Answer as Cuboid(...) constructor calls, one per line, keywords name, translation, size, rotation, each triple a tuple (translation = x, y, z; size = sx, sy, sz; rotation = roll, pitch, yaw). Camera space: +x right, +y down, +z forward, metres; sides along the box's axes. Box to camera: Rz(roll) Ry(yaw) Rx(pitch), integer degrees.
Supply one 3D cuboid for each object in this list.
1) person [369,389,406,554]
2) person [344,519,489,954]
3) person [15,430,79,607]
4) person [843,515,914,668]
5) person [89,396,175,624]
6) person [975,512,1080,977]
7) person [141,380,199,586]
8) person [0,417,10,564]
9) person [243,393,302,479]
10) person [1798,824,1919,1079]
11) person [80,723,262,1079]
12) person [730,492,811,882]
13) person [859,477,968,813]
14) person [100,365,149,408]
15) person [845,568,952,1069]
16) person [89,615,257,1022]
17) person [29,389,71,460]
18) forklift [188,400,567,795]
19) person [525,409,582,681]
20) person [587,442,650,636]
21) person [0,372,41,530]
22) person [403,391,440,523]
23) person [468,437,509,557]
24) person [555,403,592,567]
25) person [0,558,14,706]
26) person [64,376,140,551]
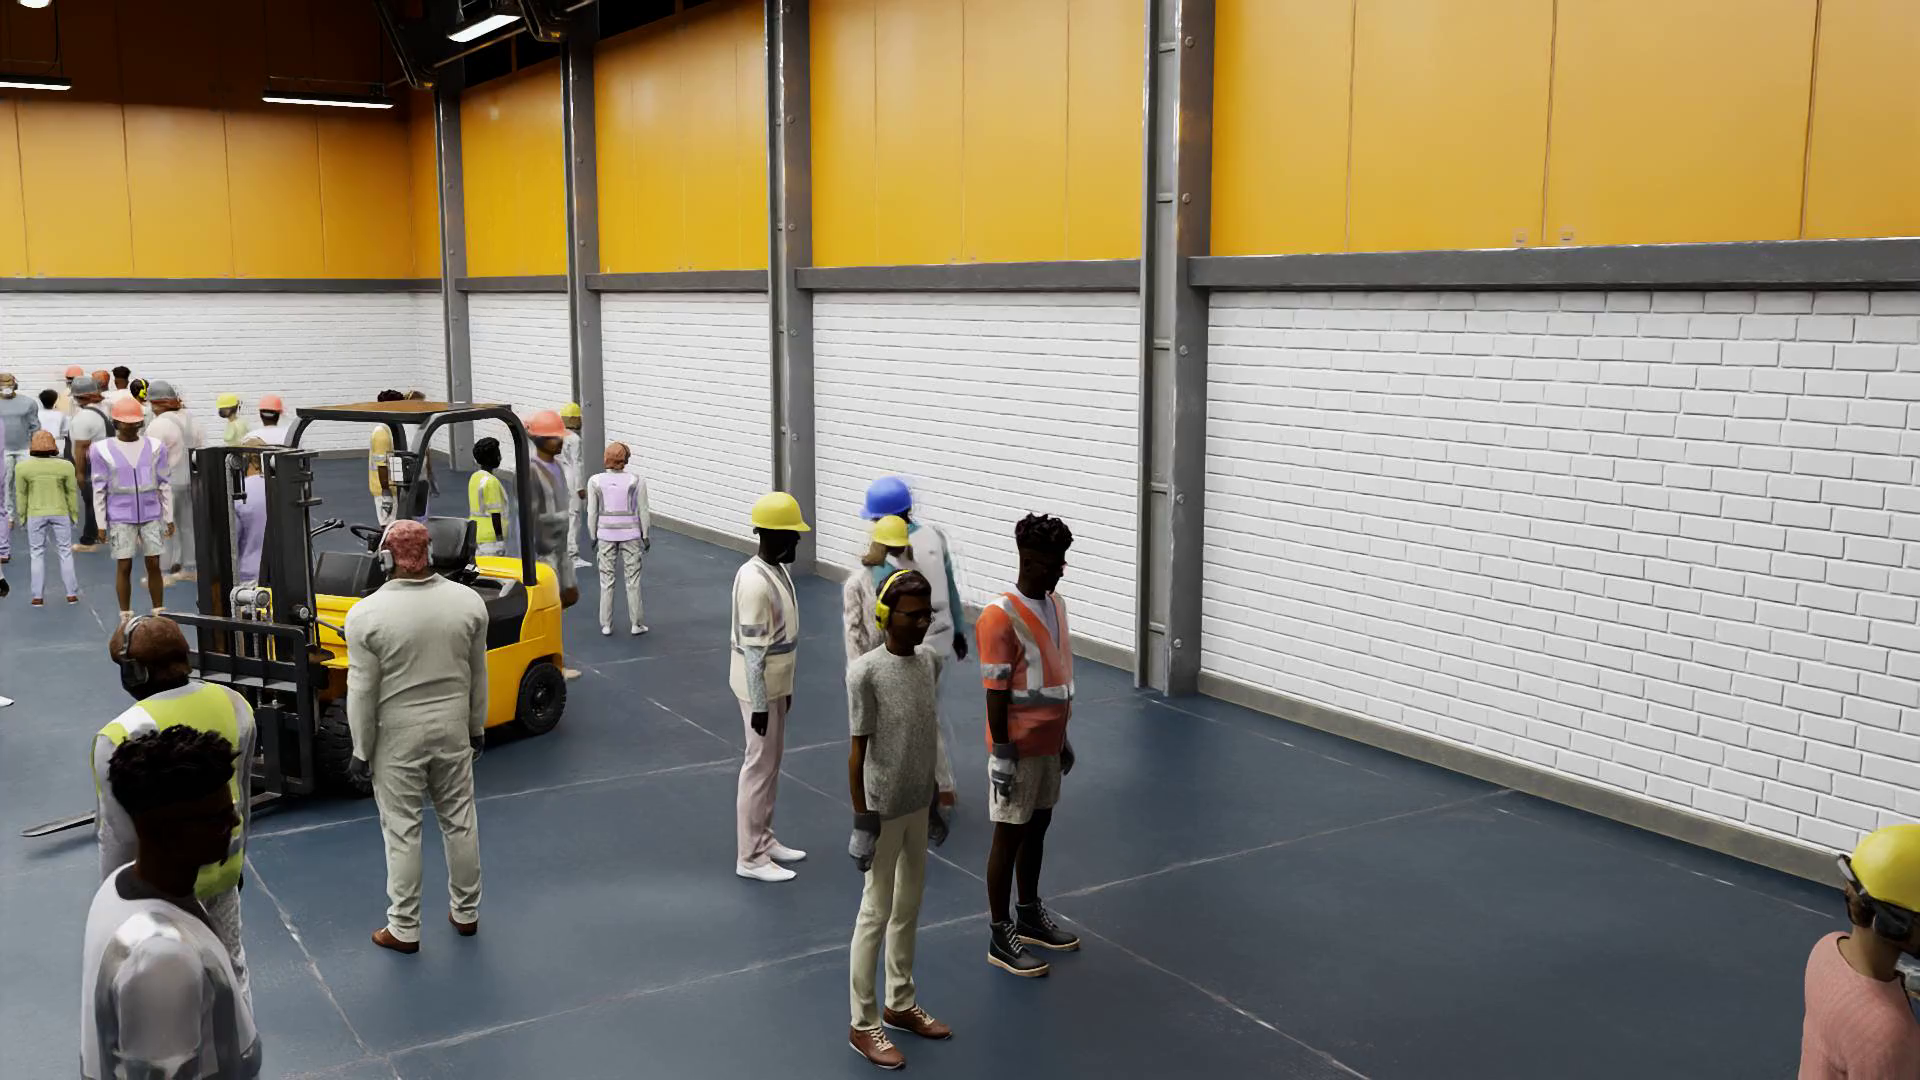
Cuboid(name="person", translation=(-5.548, -0.492, 16.206), size=(0.375, 1.957, 0.606), rotation=(-1, 9, -10))
Cuboid(name="person", translation=(-2.389, 0.853, 7.320), size=(0.641, 1.905, 0.410), rotation=(-8, 11, -42))
Cuboid(name="person", translation=(-8.427, -0.202, 15.377), size=(0.500, 1.623, 0.305), rotation=(-5, 10, -29))
Cuboid(name="person", translation=(-0.385, 0.711, 8.975), size=(0.495, 1.689, 0.941), rotation=(-3, 9, -17))
Cuboid(name="person", translation=(-6.908, -0.190, 13.931), size=(0.611, 2.032, 0.411), rotation=(-7, 11, -38))
Cuboid(name="person", translation=(0.306, 0.853, 7.126), size=(0.371, 1.959, 0.602), rotation=(5, 10, 30))
Cuboid(name="person", translation=(-7.860, -0.571, 16.455), size=(0.602, 2.000, 0.699), rotation=(1, 9, 10))
Cuboid(name="person", translation=(-10.365, -0.688, 17.690), size=(0.399, 1.909, 0.642), rotation=(-3, 9, -21))
Cuboid(name="person", translation=(-6.676, -0.474, 16.228), size=(0.553, 1.915, 0.670), rotation=(-4, 9, -24))
Cuboid(name="person", translation=(1.995, 1.468, 3.676), size=(0.342, 1.756, 0.532), rotation=(2, 9, 14))
Cuboid(name="person", translation=(-1.733, 1.365, 3.695), size=(0.374, 1.960, 0.606), rotation=(-5, 10, -30))
Cuboid(name="person", translation=(-0.926, 0.714, 8.211), size=(0.402, 1.918, 0.589), rotation=(1, 8, 5))
Cuboid(name="person", translation=(-0.269, 0.582, 9.185), size=(0.569, 1.890, 0.673), rotation=(4, 9, 26))
Cuboid(name="person", translation=(-10.879, -1.294, 21.700), size=(0.660, 1.952, 0.402), rotation=(-8, 11, -43))
Cuboid(name="person", translation=(-0.227, 1.026, 6.284), size=(0.311, 1.864, 0.533), rotation=(6, 10, 36))
Cuboid(name="person", translation=(-2.617, 1.153, 5.524), size=(0.429, 1.838, 0.621), rotation=(3, 9, 17))
Cuboid(name="person", translation=(-11.639, -1.106, 21.319), size=(0.534, 1.663, 0.777), rotation=(-8, 12, -44))
Cuboid(name="forklift", translation=(-3.529, 0.258, 10.348), size=(1.214, 2.155, 2.313), rotation=(4, 9, 25))
Cuboid(name="person", translation=(-3.105, 0.043, 12.333), size=(0.553, 2.033, 0.619), rotation=(1, 9, 8))
Cuboid(name="person", translation=(-2.860, -0.004, 13.972), size=(0.522, 1.640, 0.306), rotation=(0, 8, -1))
Cuboid(name="person", translation=(-11.538, -1.076, 20.257), size=(0.636, 1.928, 0.387), rotation=(-5, 10, -32))
Cuboid(name="person", translation=(-5.737, -0.630, 17.500), size=(0.349, 1.854, 0.581), rotation=(5, 10, 29))
Cuboid(name="person", translation=(-3.906, -0.010, 13.826), size=(0.317, 1.696, 0.539), rotation=(-6, 10, -34))
Cuboid(name="person", translation=(-4.098, -0.580, 17.547), size=(0.324, 1.737, 0.487), rotation=(-7, 11, -40))
Cuboid(name="person", translation=(-6.819, 0.233, 11.413), size=(0.374, 1.928, 0.584), rotation=(3, 9, 20))
Cuboid(name="person", translation=(-9.465, -0.845, 18.302), size=(0.956, 2.000, 0.675), rotation=(1, 8, 5))
